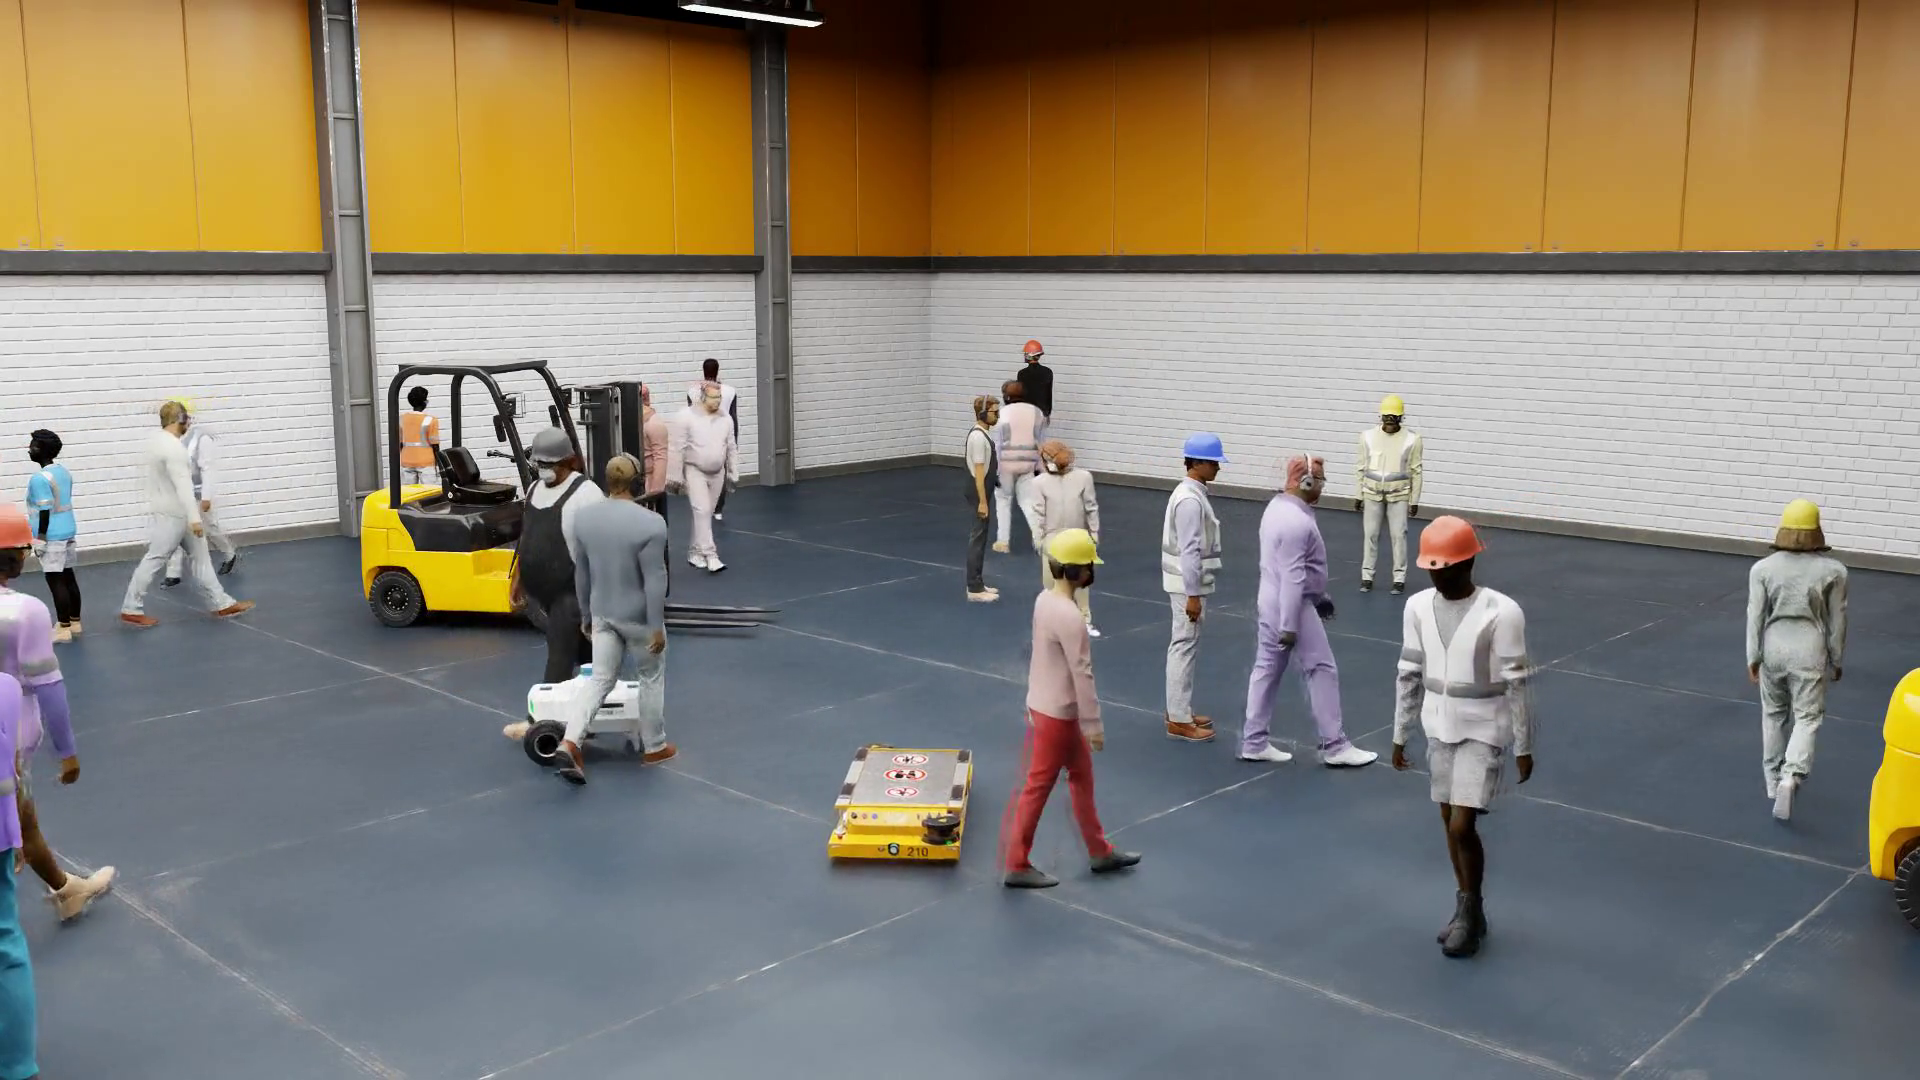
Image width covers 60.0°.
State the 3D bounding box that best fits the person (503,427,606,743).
[{"bbox_3d":[-2.528,0.230,10.505,0.939,2.000,0.687,-9,13,-44],"label":"person"}]

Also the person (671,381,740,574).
[{"bbox_3d":[-2.407,-0.604,16.158,0.656,1.858,0.948,-8,12,-41],"label":"person"}]

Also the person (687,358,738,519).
[{"bbox_3d":[-2.926,-1.199,19.683,0.607,1.902,0.523,-3,10,-15],"label":"person"}]

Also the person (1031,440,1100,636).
[{"bbox_3d":[0.849,-0.002,13.286,0.571,1.598,0.381,0,9,-2],"label":"person"}]

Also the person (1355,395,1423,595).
[{"bbox_3d":[3.887,-0.411,15.112,0.596,1.825,0.403,5,10,26],"label":"person"}]

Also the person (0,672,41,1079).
[{"bbox_3d":[-3.467,1.107,5.744,0.399,1.840,0.573,4,10,23],"label":"person"}]

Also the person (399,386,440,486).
[{"bbox_3d":[-5.841,-0.815,17.991,0.529,1.690,0.321,3,10,17],"label":"person"}]

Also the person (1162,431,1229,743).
[{"bbox_3d":[1.469,0.283,10.468,0.404,1.943,0.612,1,9,7],"label":"person"}]

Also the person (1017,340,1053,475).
[{"bbox_3d":[0.990,-1.688,22.394,0.622,1.996,0.370,-8,12,-40],"label":"person"}]

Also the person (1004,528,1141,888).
[{"bbox_3d":[0.576,0.805,7.898,0.826,1.727,0.543,-2,9,-11],"label":"person"}]

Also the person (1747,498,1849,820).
[{"bbox_3d":[4.514,0.634,9.024,0.485,1.715,0.756,6,11,34],"label":"person"}]

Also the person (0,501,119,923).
[{"bbox_3d":[-4.040,0.820,7.072,0.616,1.975,1.089,3,10,17],"label":"person"}]

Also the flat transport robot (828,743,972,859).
[{"bbox_3d":[-0.290,1.373,8.908,0.652,0.197,1.431,1,9,3],"label":"flat transport robot"}]

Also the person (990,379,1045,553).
[{"bbox_3d":[0.589,-0.742,17.131,0.636,1.822,0.698,-4,10,-22],"label":"person"}]

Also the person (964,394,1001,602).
[{"bbox_3d":[0.197,-0.374,14.807,0.326,1.842,0.517,0,9,1],"label":"person"}]

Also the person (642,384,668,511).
[{"bbox_3d":[-2.949,-0.502,15.415,0.399,1.905,0.642,-7,11,-35],"label":"person"}]

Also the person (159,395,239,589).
[{"bbox_3d":[-7.193,-0.479,15.611,0.597,1.794,0.889,2,9,12],"label":"person"}]

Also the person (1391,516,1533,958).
[{"bbox_3d":[2.130,0.839,7.153,0.565,1.909,0.593,-8,12,-40],"label":"person"}]

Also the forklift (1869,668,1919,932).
[{"bbox_3d":[5.205,0.723,7.013,2.313,2.155,1.214,9,13,43],"label":"forklift"}]

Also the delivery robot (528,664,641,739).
[{"bbox_3d":[-2.239,0.994,10.076,0.707,0.478,0.477,-1,9,-7],"label":"delivery robot"}]

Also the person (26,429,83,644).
[{"bbox_3d":[-7.172,-0.031,13.145,0.315,1.699,0.541,-1,9,-8],"label":"person"}]

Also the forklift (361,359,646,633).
[{"bbox_3d":[-3.850,-0.407,13.936,2.313,2.155,1.214,2,9,11],"label":"forklift"}]

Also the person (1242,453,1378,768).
[{"bbox_3d":[2.095,0.422,9.841,0.869,1.866,0.648,-1,9,-5],"label":"person"}]

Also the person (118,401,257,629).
[{"bbox_3d":[-6.491,-0.211,13.759,1.075,1.869,0.670,-5,11,-28],"label":"person"}]

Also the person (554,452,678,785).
[{"bbox_3d":[-1.994,0.451,9.591,0.635,1.912,0.904,4,10,23],"label":"person"}]
